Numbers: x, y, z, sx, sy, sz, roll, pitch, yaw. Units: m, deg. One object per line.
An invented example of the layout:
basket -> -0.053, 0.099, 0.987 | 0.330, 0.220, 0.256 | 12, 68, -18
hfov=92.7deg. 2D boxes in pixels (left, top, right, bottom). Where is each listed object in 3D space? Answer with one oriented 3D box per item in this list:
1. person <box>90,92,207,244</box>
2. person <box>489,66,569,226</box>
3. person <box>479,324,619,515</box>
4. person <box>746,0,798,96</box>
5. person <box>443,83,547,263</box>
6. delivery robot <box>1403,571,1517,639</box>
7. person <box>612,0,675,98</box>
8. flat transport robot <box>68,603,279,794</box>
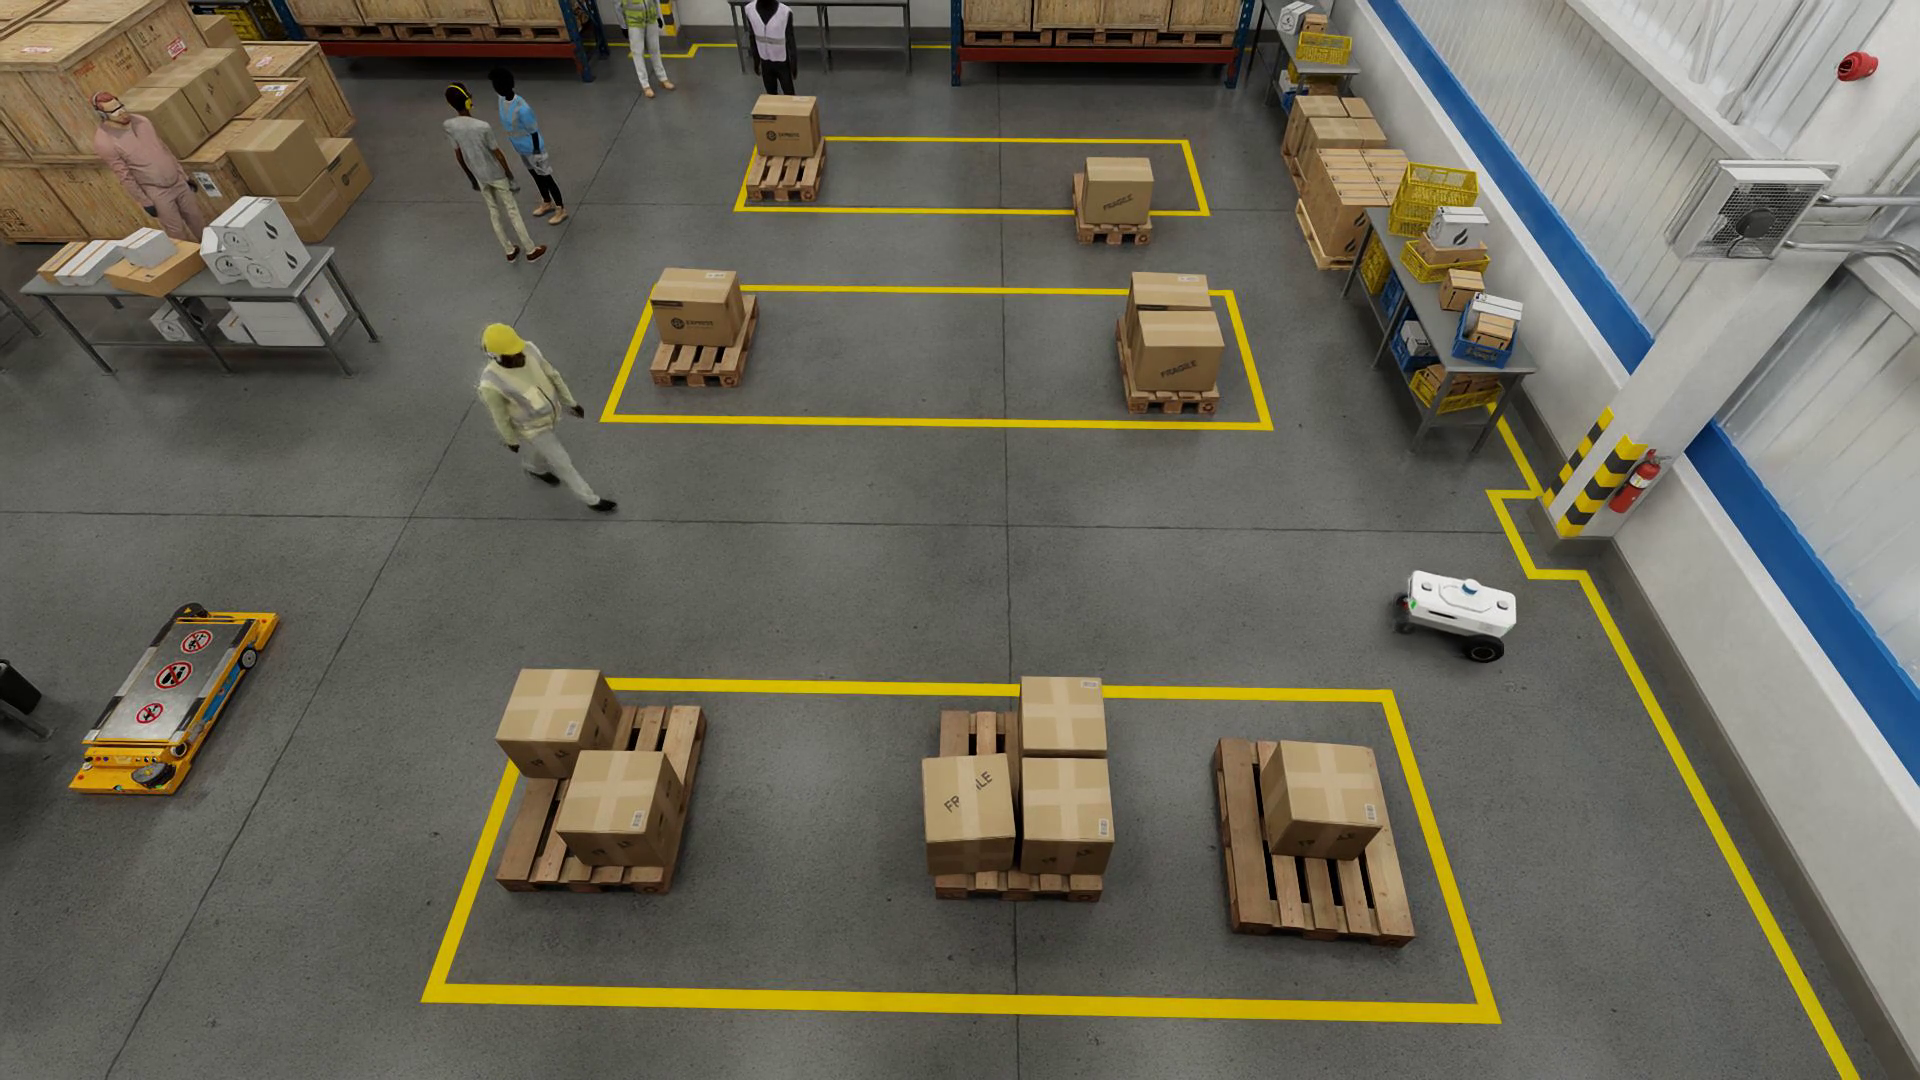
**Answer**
person -> -8.070, -3.576, 9.312 | 0.399, 1.908, 0.642 | 8, 50, 7
person -> -4.750, -4.319, 10.074 | 0.534, 1.698, 0.318 | 33, 57, 25
person -> -3.328, -0.974, 7.187 | 0.909, 1.790, 0.589 | 11, 51, 9
person -> -2.266, -5.908, 11.285 | 0.590, 1.914, 0.398 | 11, 51, 9
person -> -4.851, -3.760, 9.491 | 0.510, 1.872, 0.329 | 3, 50, 2
delivery robot -> 3.647, 0.470, 6.707 | 0.707, 0.478, 0.477 | 15, 51, 12
person -> -4.239, -6.900, 12.166 | 0.429, 1.843, 0.633 | 36, 59, 27
flat transport robot -> -5.504, 1.072, 6.442 | 0.652, 0.197, 1.431 | 1, 50, 1
